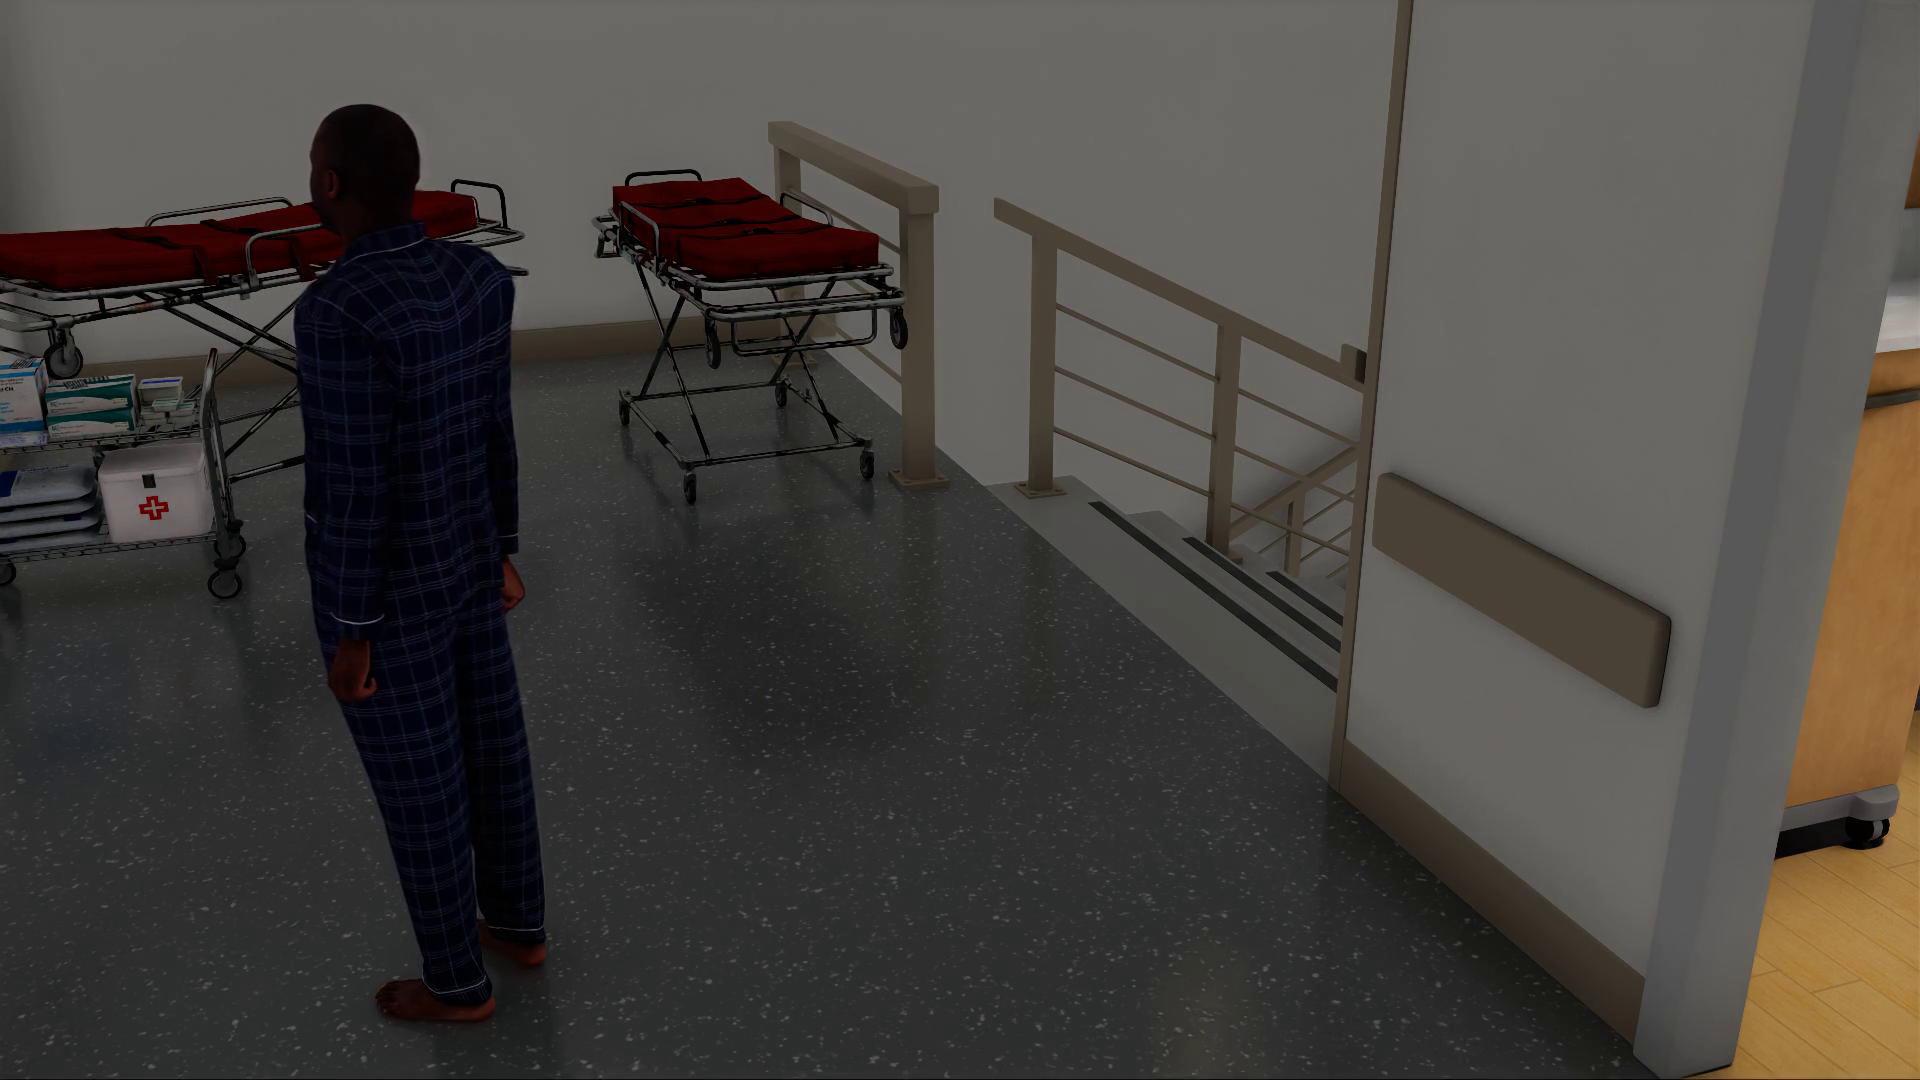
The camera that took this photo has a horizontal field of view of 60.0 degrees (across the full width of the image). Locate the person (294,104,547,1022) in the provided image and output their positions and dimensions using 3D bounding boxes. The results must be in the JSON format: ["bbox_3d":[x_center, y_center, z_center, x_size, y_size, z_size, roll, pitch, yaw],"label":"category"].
[{"bbox_3d":[-1.049,0.084,3.222,0.841,1.824,0.776,9,22,22],"label":"person"}]
